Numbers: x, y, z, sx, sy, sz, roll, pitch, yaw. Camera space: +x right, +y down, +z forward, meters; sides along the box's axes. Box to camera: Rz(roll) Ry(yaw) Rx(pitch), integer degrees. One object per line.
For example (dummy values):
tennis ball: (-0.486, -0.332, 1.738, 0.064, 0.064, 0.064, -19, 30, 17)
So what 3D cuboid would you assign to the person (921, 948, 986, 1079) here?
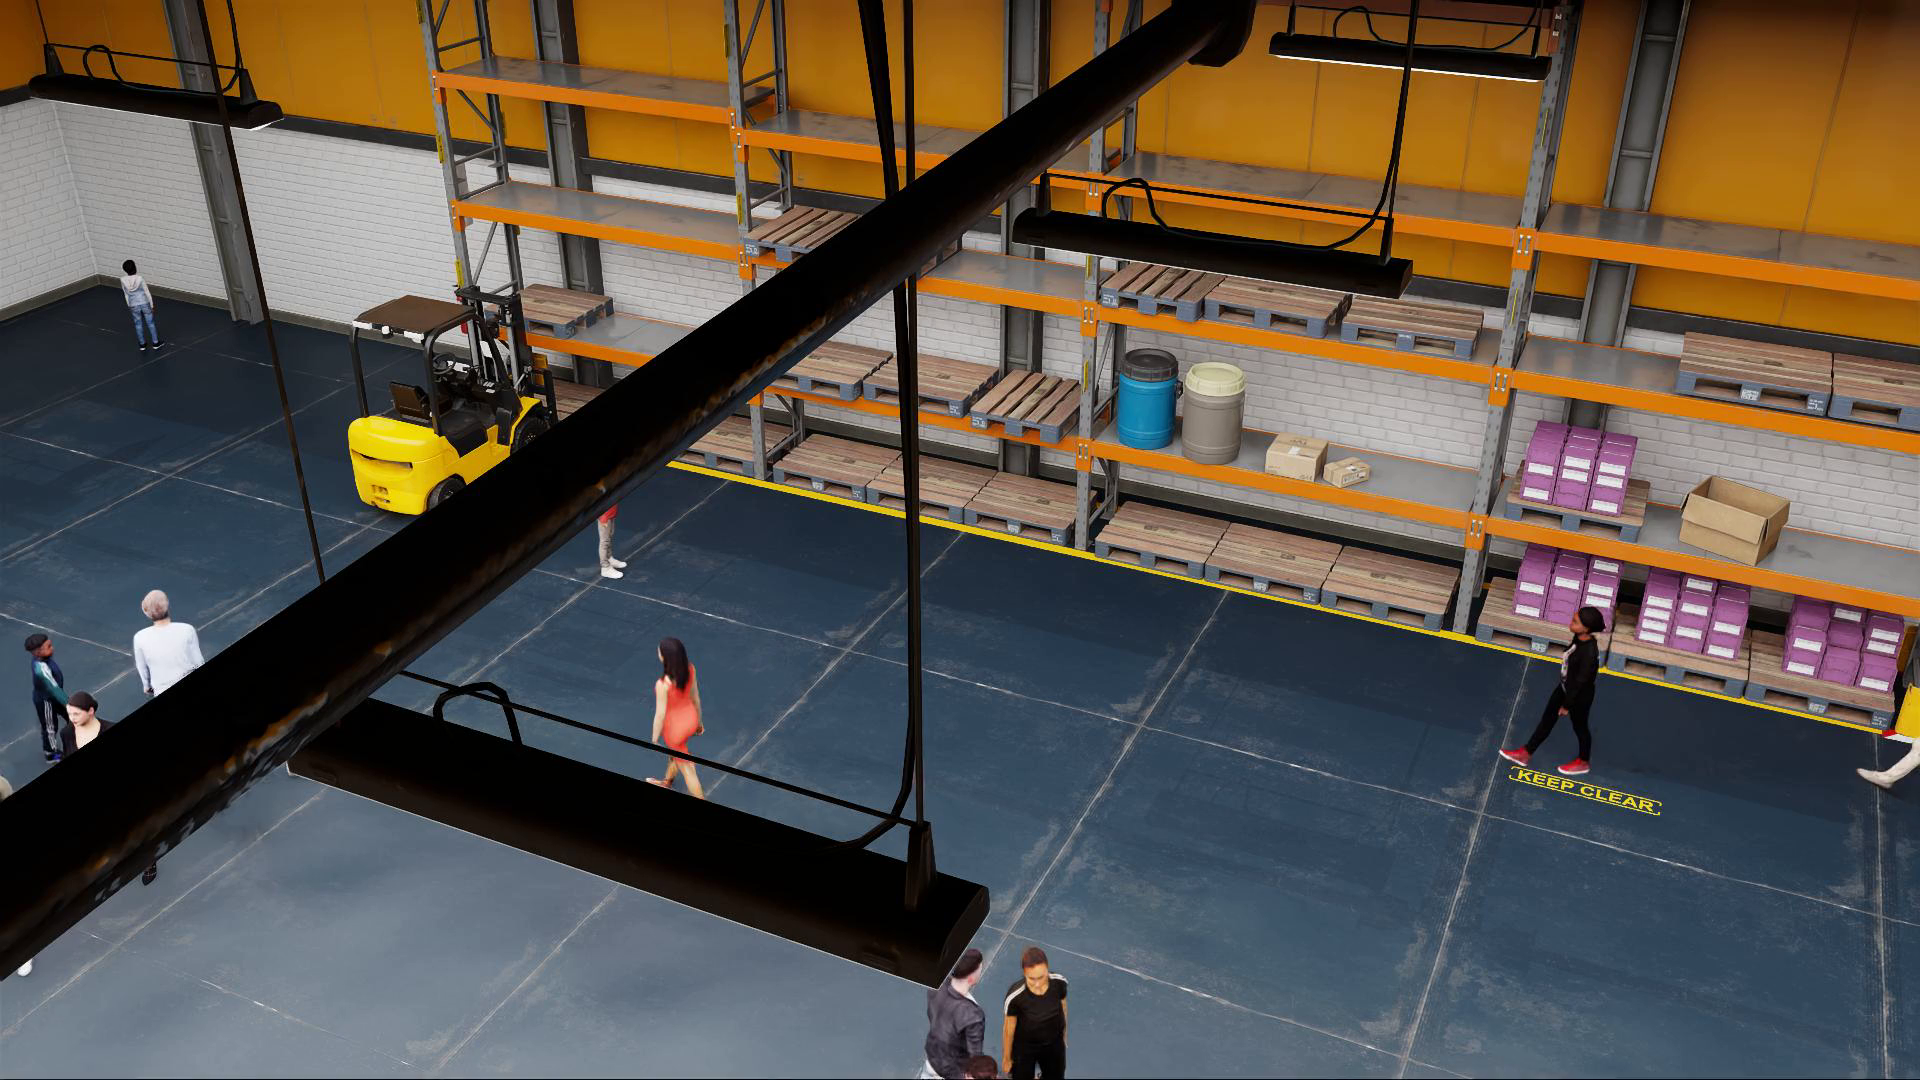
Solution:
person: (-0.035, 3.245, 10.212, 1.075, 1.815, 0.907, -22, 35, -34)

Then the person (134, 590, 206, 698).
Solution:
person: (-6.401, 1.346, 13.668, 1.183, 1.839, 1.249, -12, 31, -21)

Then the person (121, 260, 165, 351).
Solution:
person: (-11.163, -3.207, 22.618, 0.556, 1.261, 0.628, -5, 29, -9)

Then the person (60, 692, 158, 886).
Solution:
person: (-6.520, 1.899, 12.739, 0.688, 1.758, 0.819, 2, 29, 3)

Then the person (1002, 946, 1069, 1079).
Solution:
person: (0.456, 3.181, 10.506, 0.788, 1.645, 0.849, -14, 32, -24)

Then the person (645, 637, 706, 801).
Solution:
person: (-2.192, 1.558, 13.425, 0.928, 1.698, 0.636, 14, 32, 24)

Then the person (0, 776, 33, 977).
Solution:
person: (-6.999, 2.240, 12.021, 0.987, 1.847, 1.102, -17, 33, -28)

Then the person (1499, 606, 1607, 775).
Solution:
person: (5.248, 1.295, 13.965, 1.101, 1.644, 0.889, 0, 29, 0)
